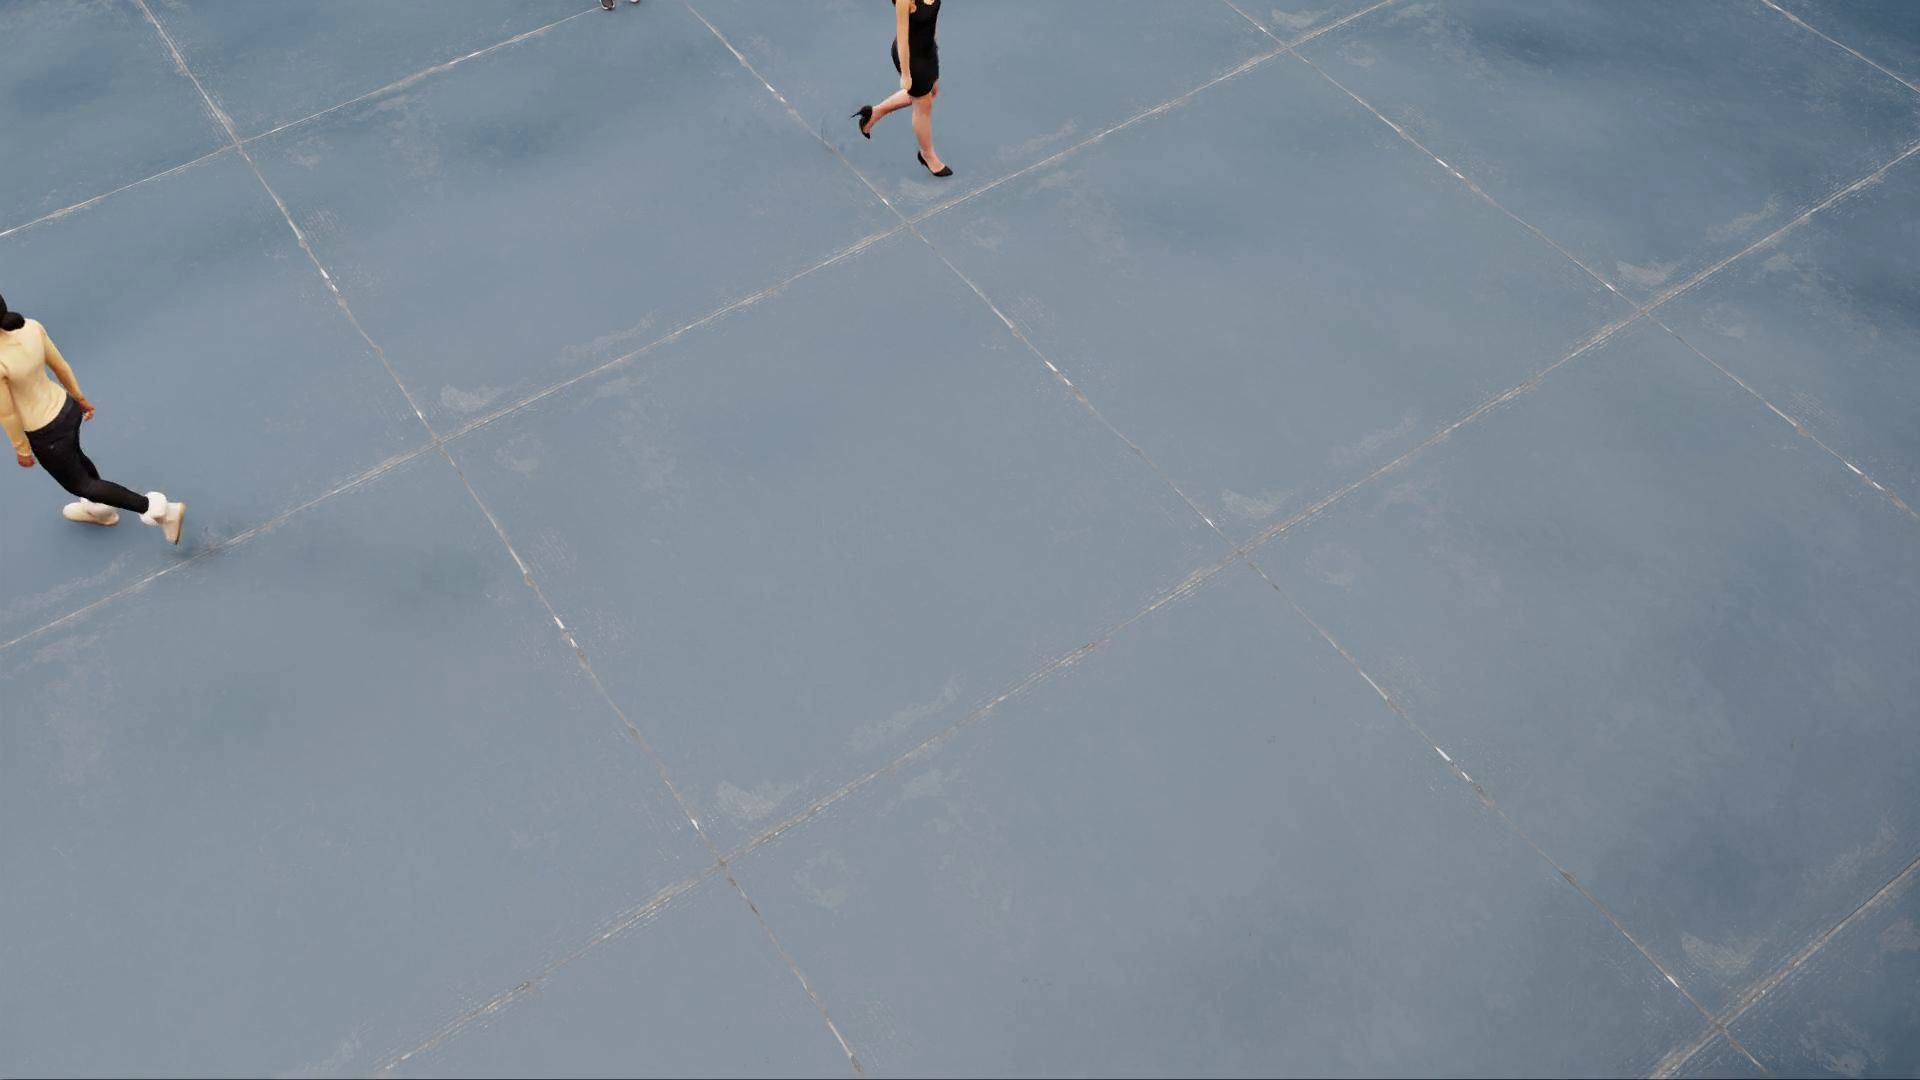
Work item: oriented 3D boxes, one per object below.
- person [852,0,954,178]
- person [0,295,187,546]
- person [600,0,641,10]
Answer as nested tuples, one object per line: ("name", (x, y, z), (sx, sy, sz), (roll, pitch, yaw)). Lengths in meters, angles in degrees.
("person", (-0.323, -2.788, 9.537), (0.960, 1.636, 0.852), (16, 54, 12))
("person", (-4.175, -0.532, 7.786), (1.027, 1.640, 0.999), (6, 52, 4))
("person", (-2.304, -3.996, 10.805), (0.463, 1.110, 0.489), (-22, 55, -16))
